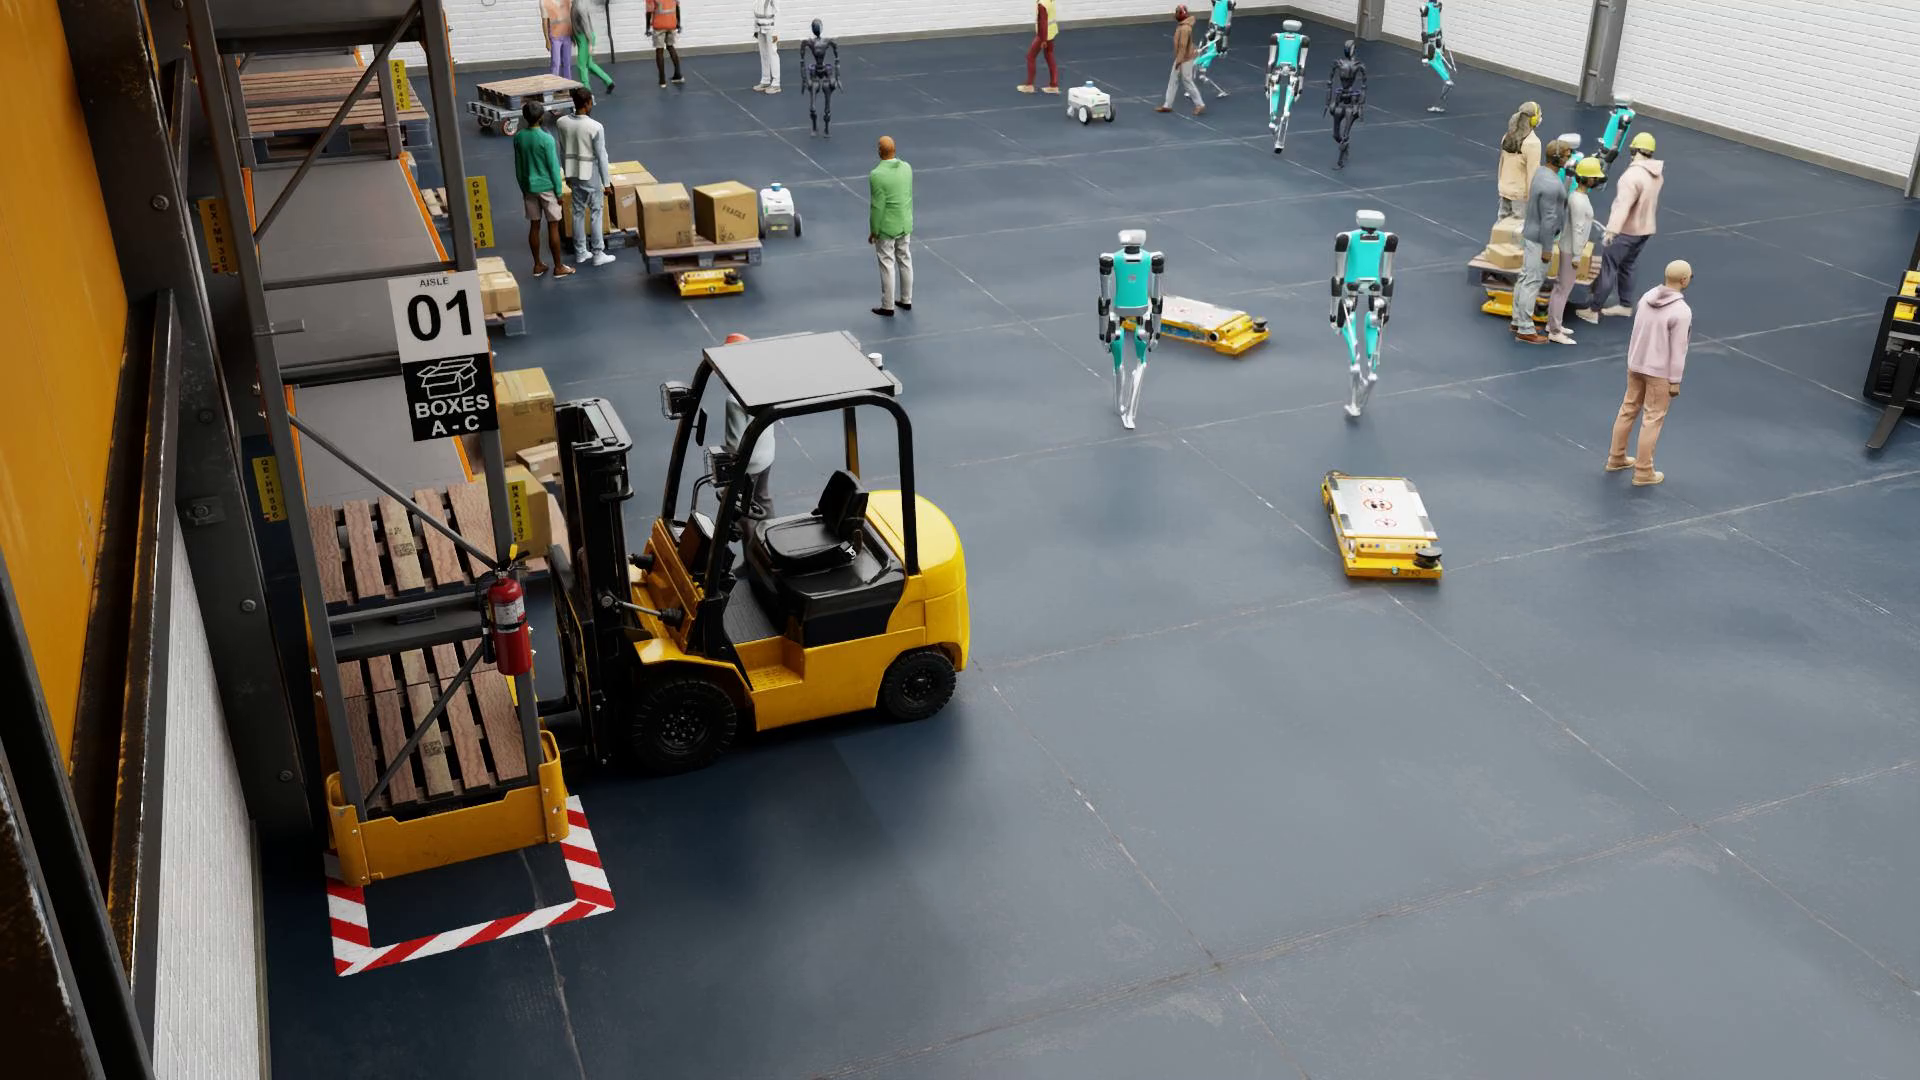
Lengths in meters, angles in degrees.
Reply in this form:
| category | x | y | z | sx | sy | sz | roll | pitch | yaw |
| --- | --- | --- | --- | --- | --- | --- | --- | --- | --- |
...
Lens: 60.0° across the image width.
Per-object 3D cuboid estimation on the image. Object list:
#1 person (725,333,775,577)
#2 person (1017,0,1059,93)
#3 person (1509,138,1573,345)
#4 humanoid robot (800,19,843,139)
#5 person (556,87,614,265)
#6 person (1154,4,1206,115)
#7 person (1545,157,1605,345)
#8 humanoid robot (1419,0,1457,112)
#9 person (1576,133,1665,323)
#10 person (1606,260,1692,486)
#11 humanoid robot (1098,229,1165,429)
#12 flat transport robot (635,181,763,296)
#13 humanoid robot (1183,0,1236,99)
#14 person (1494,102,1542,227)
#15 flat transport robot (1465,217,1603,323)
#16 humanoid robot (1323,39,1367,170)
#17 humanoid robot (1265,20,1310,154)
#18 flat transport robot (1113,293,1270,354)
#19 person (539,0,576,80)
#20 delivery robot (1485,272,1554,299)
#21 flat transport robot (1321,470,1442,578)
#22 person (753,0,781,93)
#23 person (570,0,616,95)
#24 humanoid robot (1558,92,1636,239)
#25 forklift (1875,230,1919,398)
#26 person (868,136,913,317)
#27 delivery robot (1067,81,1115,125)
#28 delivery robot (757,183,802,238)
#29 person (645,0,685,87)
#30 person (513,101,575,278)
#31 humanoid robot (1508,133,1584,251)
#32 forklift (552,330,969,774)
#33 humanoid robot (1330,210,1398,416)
| category | x | y | z | sx | sy | sz | roll | pitch | yaw |
| --- | --- | --- | --- | --- | --- | --- | --- | --- | --- |
| person | -1.471 | -0.590 | 11.525 | 0.351 | 1.737 | 0.571 | 9 | 28 | 17 |
| person | 1.222 | -7.879 | 26.021 | 0.774 | 1.743 | 0.485 | 11 | 29 | 20 |
| person | 5.512 | -2.835 | 15.770 | 0.372 | 1.940 | 0.627 | 4 | 27 | 8 |
| humanoid robot | -1.932 | -6.448 | 23.255 | 0.594 | 1.643 | 0.422 | -1 | 27 | -2 |
| person | -4.036 | -3.911 | 17.950 | 0.596 | 1.907 | 0.410 | 11 | 29 | 21 |
| person | 3.337 | -7.126 | 24.661 | 0.733 | 1.614 | 0.506 | -1 | 27 | -2 |
| person | 5.833 | -2.751 | 15.792 | 0.307 | 1.768 | 0.522 | 7 | 27 | 13 |
| humanoid robot | 7.156 | -7.179 | 24.716 | 0.770 | 1.843 | 0.536 | 22 | 34 | 36 |
| person | 6.560 | -3.054 | 16.337 | 0.535 | 1.835 | 0.911 | 24 | 35 | 39 |
| person | 5.364 | -1.302 | 12.904 | 0.408 | 1.775 | 0.526 | -10 | 28 | -19 |
| humanoid robot | 1.396 | -1.748 | 13.954 | 0.544 | 1.894 | 0.779 | 0 | 27 | 0 |
| flat transport robot | -2.771 | -2.928 | 17.811 | 0.659 | 0.231 | 1.431 | -7 | 28 | -14 |
| humanoid robot | 3.735 | -7.558 | 25.453 | 1.055 | 1.764 | 0.533 | -12 | 29 | -23 |
| person | 5.836 | -3.646 | 17.454 | 0.409 | 1.877 | 0.554 | -10 | 29 | -20 |
| flat transport robot | 5.910 | -2.547 | 17.054 | 0.659 | 0.231 | 1.431 | 16 | 31 | 29 |
| humanoid robot | 5.115 | -5.758 | 21.906 | 0.588 | 1.636 | 0.704 | 18 | 32 | 32 |
| humanoid robot | 4.343 | -6.041 | 22.441 | 0.551 | 1.760 | 1.029 | 8 | 28 | 15 |
| flat transport robot | 2.228 | -2.121 | 16.207 | 1.431 | 0.231 | 0.659 | 20 | 33 | 34 |
| person | -6.169 | -7.714 | 25.570 | 0.379 | 1.848 | 0.568 | 18 | 32 | 32 |
| delivery robot | 5.752 | -2.656 | 16.956 | 0.499 | 0.598 | 0.779 | -5 | 27 | -10 |
| flat transport robot | 3.084 | -0.126 | 12.238 | 0.659 | 0.231 | 1.431 | 2 | 27 | 3 |
| person | -3.043 | -7.981 | 26.065 | 0.349 | 1.882 | 0.582 | -22 | 34 | -37 |
| person | -5.733 | -7.705 | 25.593 | 0.709 | 1.816 | 0.546 | -12 | 29 | -23 |
| humanoid robot | 6.985 | -4.124 | 18.544 | 0.990 | 1.721 | 0.543 | 6 | 27 | 11 |
| forklift | 9.029 | -2.397 | 14.618 | 1.214 | 2.155 | 2.313 | 18 | 32 | 32 |
| person | -0.685 | -3.106 | 16.480 | 0.537 | 1.779 | 0.387 | -24 | 35 | -39 |
| delivery robot | 1.900 | -6.428 | 24.454 | 0.525 | 0.594 | 0.765 | -13 | 30 | -25 |
| delivery robot | -2.103 | -3.821 | 19.269 | 0.529 | 0.594 | 0.766 | -5 | 27 | -9 |
| person | -4.727 | -8.186 | 26.426 | 0.652 | 1.934 | 0.440 | -24 | 35 | -39 |
| person | -4.433 | -3.690 | 17.569 | 0.505 | 1.848 | 0.380 | 8 | 28 | 16 |
| humanoid robot | 5.797 | -3.136 | 16.711 | 0.681 | 1.895 | 0.545 | 6 | 27 | 12 |
| forklift | -1.094 | 0.010 | 9.831 | 2.313 | 2.155 | 1.214 | -10 | 28 | -20 |
| humanoid robot | 3.417 | -1.802 | 13.982 | 0.543 | 1.796 | 0.813 | -2 | 27 | -4 |
